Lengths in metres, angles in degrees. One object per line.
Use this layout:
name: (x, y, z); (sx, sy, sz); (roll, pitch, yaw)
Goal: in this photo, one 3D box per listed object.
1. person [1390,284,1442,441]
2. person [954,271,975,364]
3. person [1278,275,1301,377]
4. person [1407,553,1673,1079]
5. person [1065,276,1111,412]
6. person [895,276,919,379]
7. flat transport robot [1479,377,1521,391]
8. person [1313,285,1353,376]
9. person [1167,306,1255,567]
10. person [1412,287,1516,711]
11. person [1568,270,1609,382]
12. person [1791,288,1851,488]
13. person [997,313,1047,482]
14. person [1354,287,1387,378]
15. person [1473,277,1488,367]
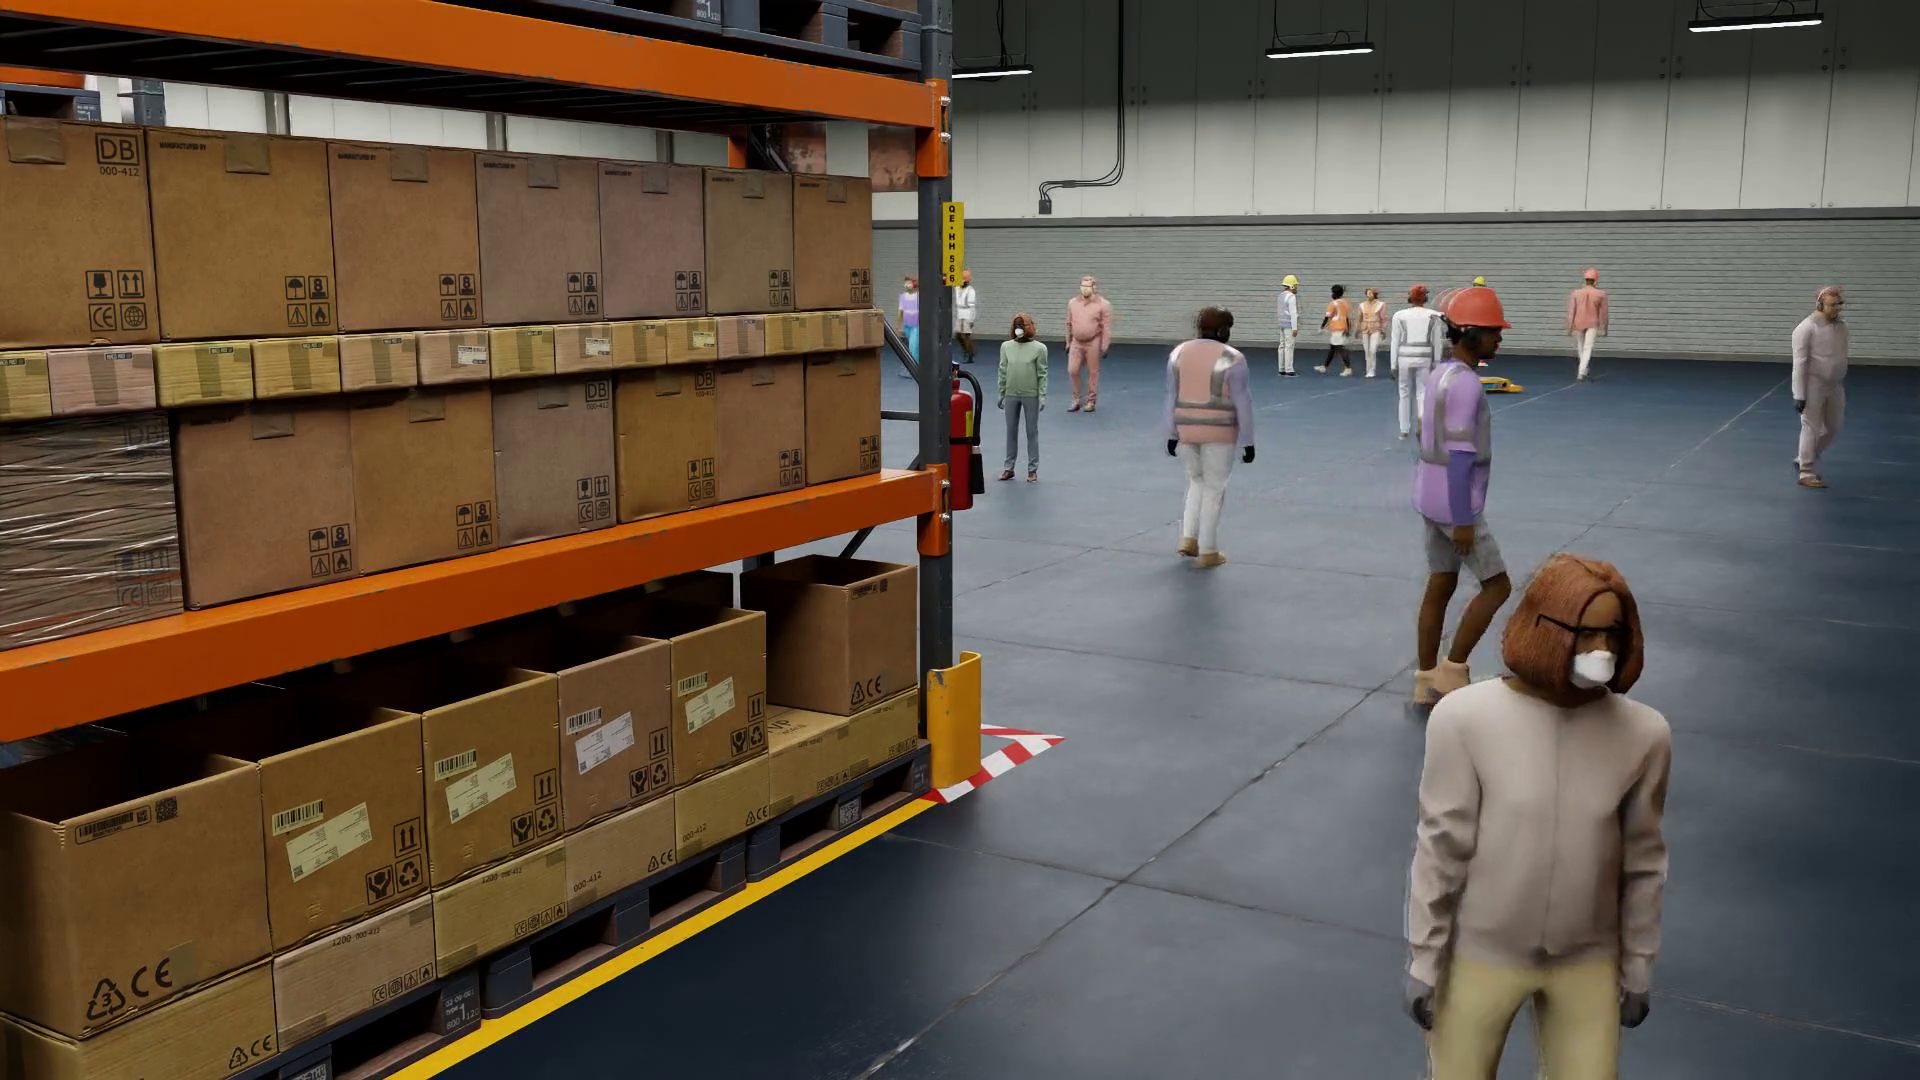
person: (5.337, -2.060, 19.463); (0.584, 1.863, 0.758); (2, 10, 10)
person: (0.079, -4.488, 33.578); (0.580, 1.883, 0.589); (-9, 13, -42)
person: (5.946, -3.856, 30.012); (0.403, 1.837, 0.591); (-3, 10, -15)
person: (1.120, 0.815, 3.289); (0.534, 1.616, 0.630); (0, 10, -1)
person: (1.733, -2.708, 23.121); (0.673, 1.887, 0.657); (4, 11, 23)
person: (-0.919, -3.752, 29.471); (0.581, 1.802, 0.931); (7, 12, 36)
flat transport robot: (8.148, -2.481, 26.535); (1.431, 0.197, 0.652); (-3, 10, -16)
person: (6.855, -3.816, 30.323); (0.900, 1.639, 0.535); (8, 13, 40)
person: (1.774, -0.718, 11.666); (0.664, 1.829, 0.492); (9, 13, 42)
person: (2.408, -0.165, 7.829); (0.524, 2.029, 0.635); (1, 10, 4)
person: (10.976, -3.741, 29.057); (0.639, 1.941, 1.037); (7, 12, 35)
person: (8.096, -1.438, 15.774); (0.681, 1.878, 0.594); (-4, 10, -20)
person: (0.598, -1.376, 16.083); (0.498, 1.634, 0.278); (4, 10, 21)
person: (7.283, -3.687, 29.636); (0.551, 1.615, 0.627); (7, 12, 35)
person: (10.208, -4.297, 32.790); (0.311, 1.772, 0.524); (-9, 14, -44)
